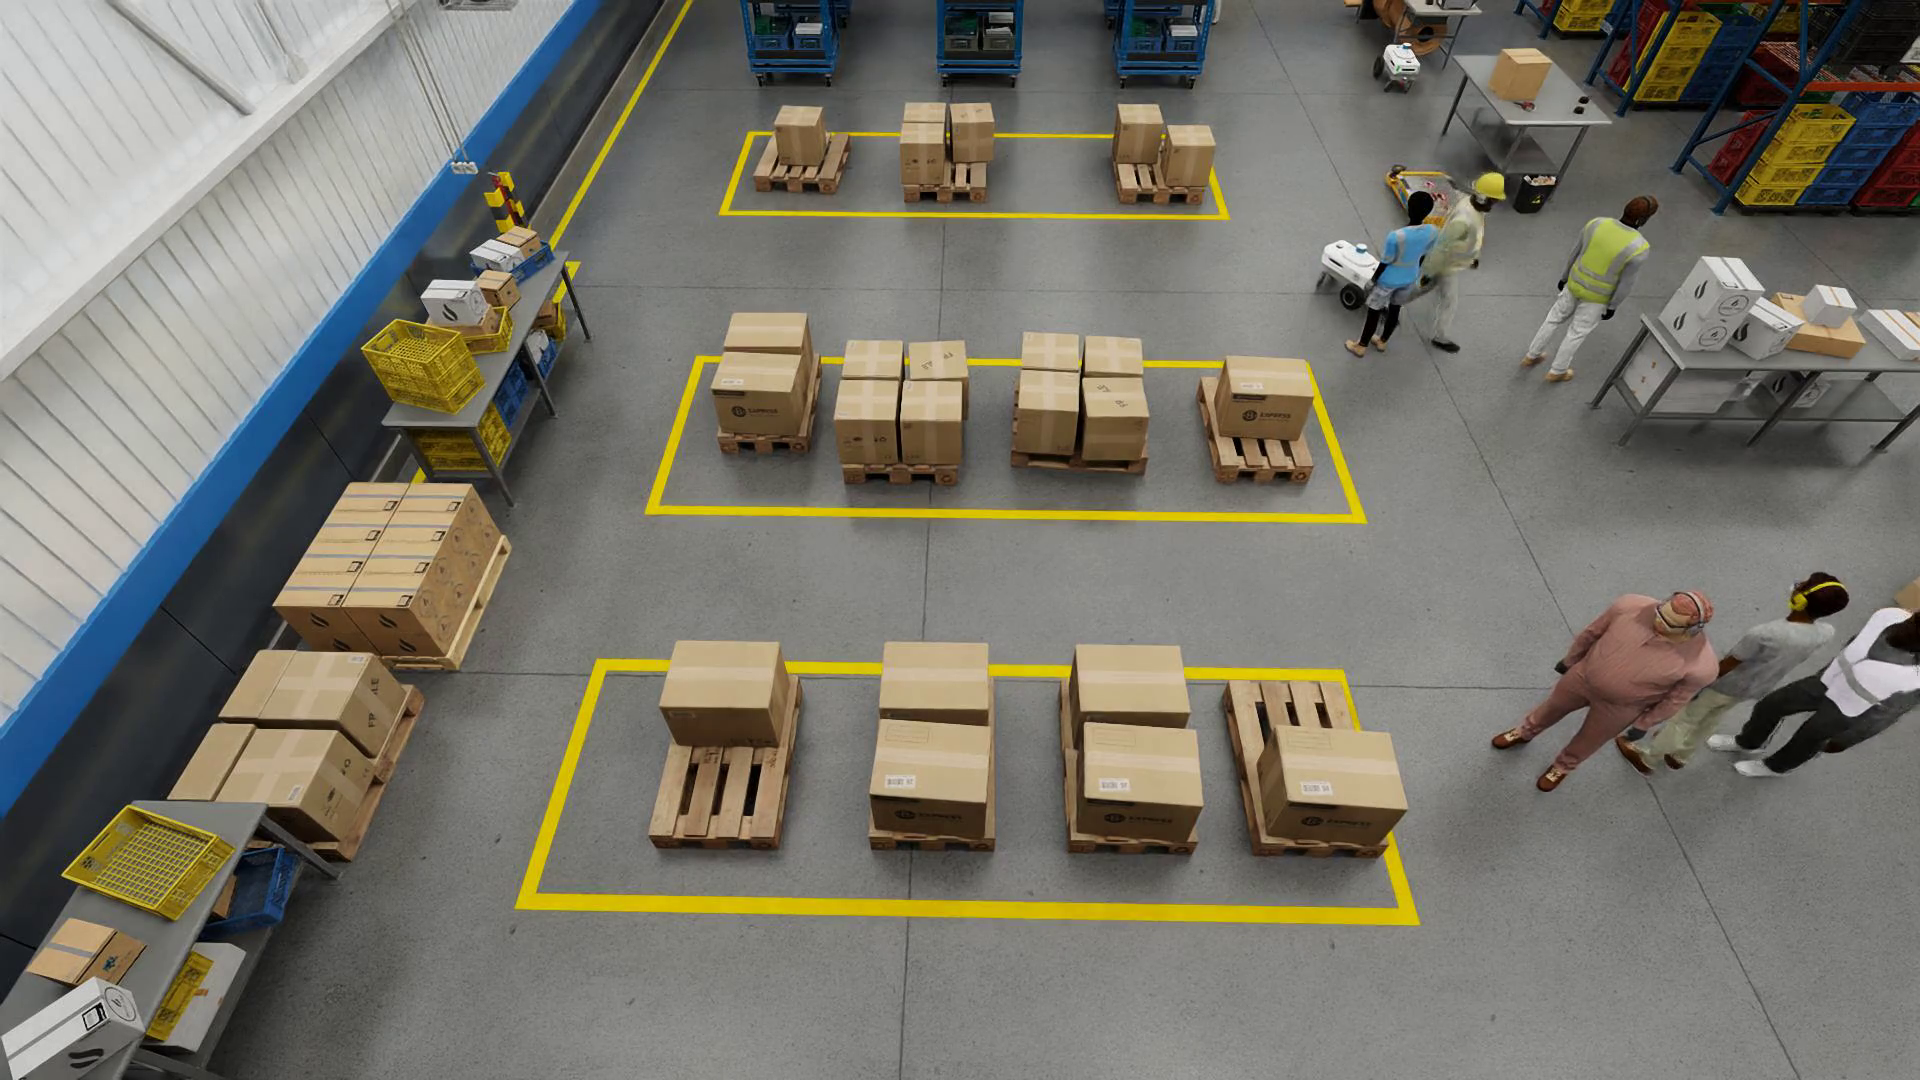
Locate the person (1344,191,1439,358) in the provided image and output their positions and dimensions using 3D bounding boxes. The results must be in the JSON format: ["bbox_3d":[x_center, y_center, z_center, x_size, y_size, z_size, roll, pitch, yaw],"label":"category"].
[{"bbox_3d":[4.138,-2.500,8.744,0.530,1.692,0.321,-13,50,-11],"label":"person"}]

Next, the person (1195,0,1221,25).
[{"bbox_3d":[4.029,-9.030,14.432,0.511,1.640,0.309,5,49,4],"label":"person"}]

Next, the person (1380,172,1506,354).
[{"bbox_3d":[4.723,-2.735,8.885,0.886,1.790,0.585,25,54,20],"label":"person"}]

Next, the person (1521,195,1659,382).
[{"bbox_3d":[5.845,-2.313,8.487,0.429,1.839,0.633,-19,52,-16],"label":"person"}]

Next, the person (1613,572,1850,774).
[{"bbox_3d":[4.802,0.886,5.713,0.516,1.856,0.332,-5,49,-4],"label":"person"}]

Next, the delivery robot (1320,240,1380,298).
[{"bbox_3d":[4.224,-2.931,9.806,0.477,0.478,0.707,-24,53,-19],"label":"delivery robot"}]

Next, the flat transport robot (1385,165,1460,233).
[{"bbox_3d":[5.692,-4.094,11.059,0.652,0.197,1.431,1,49,1],"label":"flat transport robot"}]

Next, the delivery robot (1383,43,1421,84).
[{"bbox_3d":[6.384,-6.916,13.255,0.477,0.478,0.707,2,49,2],"label":"delivery robot"}]

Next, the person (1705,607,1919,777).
[{"bbox_3d":[5.386,0.985,5.606,0.555,1.879,0.609,5,49,4],"label":"person"}]

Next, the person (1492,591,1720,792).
[{"bbox_3d":[3.982,0.927,5.643,0.400,1.902,0.643,-21,52,-17],"label":"person"}]
